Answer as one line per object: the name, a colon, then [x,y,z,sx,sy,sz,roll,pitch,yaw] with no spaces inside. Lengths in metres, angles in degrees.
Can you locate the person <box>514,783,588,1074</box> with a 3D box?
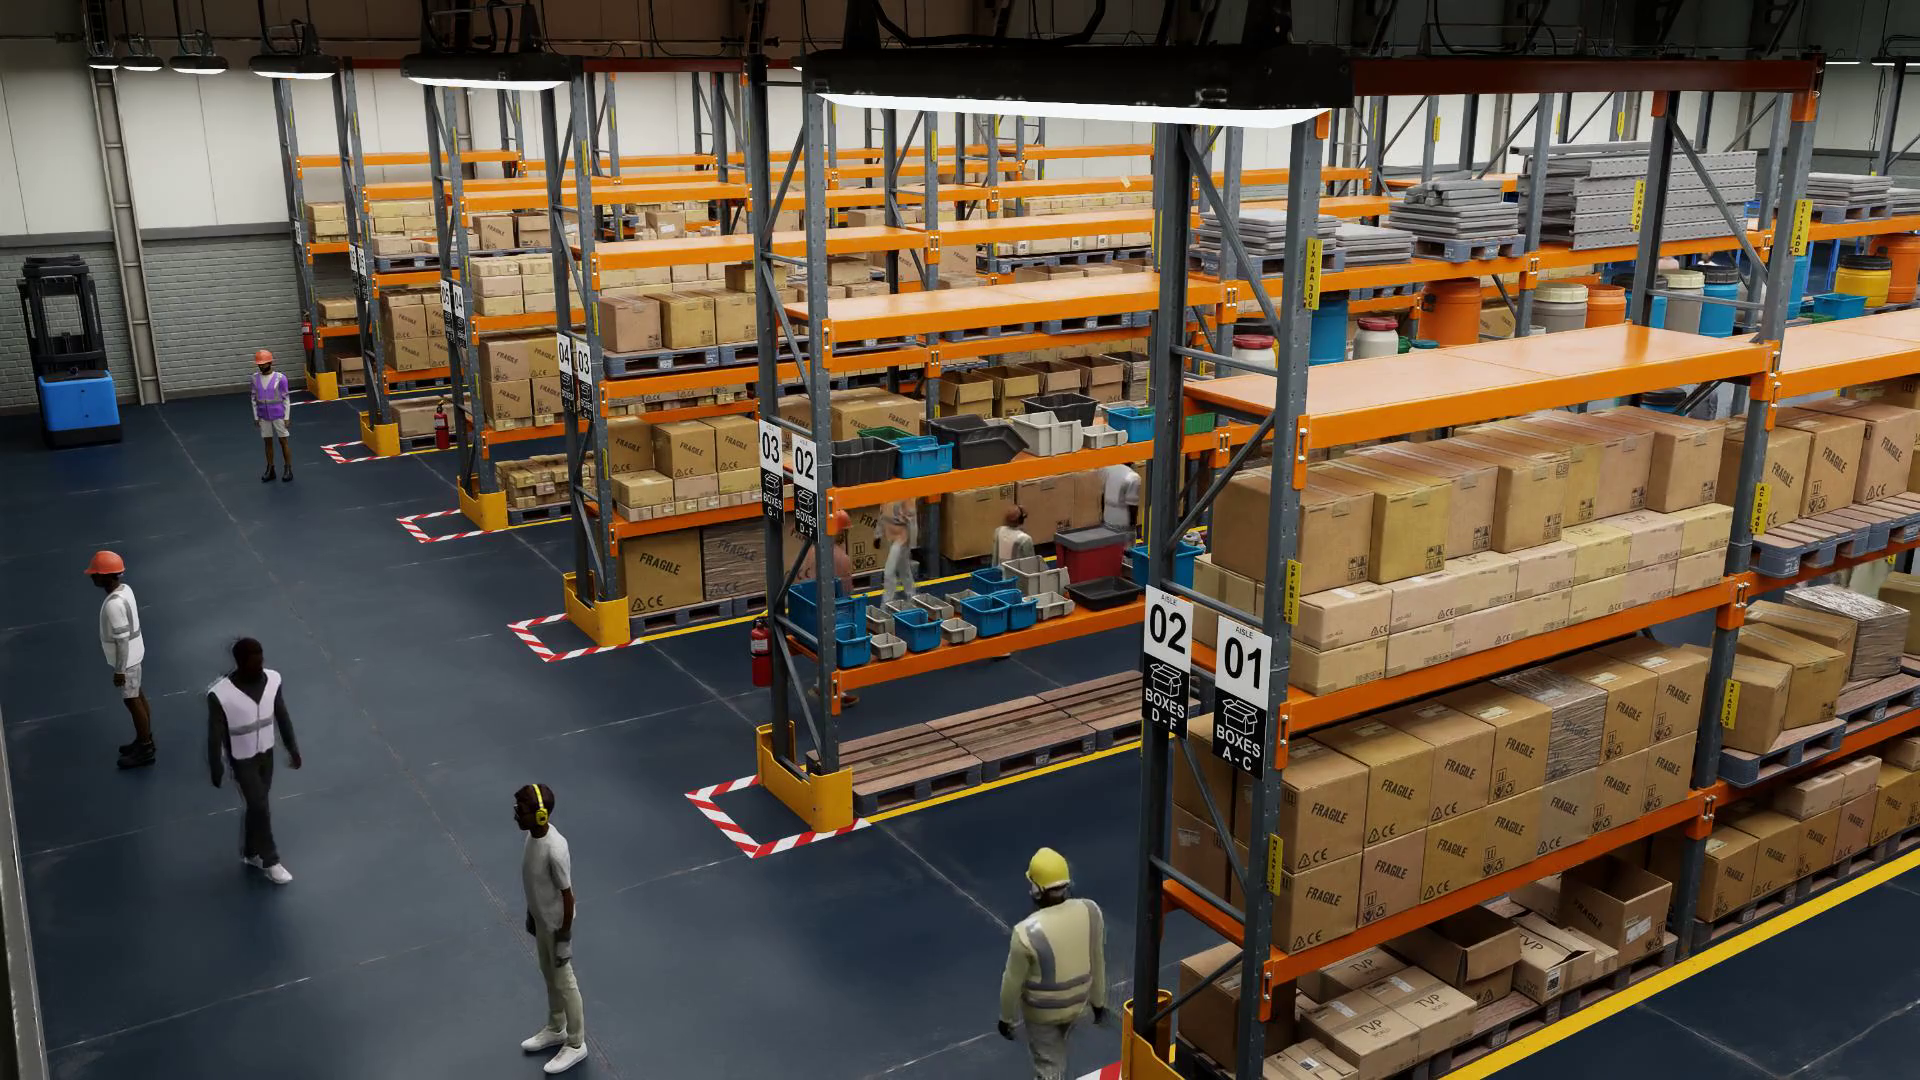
person: [-2.504,2.336,9.585,0.335,1.873,0.521,-12,21,-34]

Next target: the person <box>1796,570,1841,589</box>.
person: [10.052,-0.261,18.236,0.953,1.793,0.639,-14,22,-37]

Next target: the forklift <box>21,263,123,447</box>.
forklift: [-14.518,-3.079,25.708,1.129,2.768,1.873,-10,20,-31]

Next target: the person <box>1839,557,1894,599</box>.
person: [8.900,0.499,15.446,0.823,1.972,0.622,-12,21,-34]

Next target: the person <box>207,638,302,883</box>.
person: [-5.221,1.638,11.837,0.791,1.884,0.616,8,19,25]

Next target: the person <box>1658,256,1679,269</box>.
person: [16.118,-5.776,36.152,0.650,1.887,0.653,7,18,23]

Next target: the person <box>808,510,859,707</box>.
person: [-1.189,0.677,14.833,0.497,1.978,0.648,-10,20,-30]

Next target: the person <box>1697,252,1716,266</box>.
person: [16.811,-5.672,35.886,0.880,1.845,0.591,-5,18,-16]

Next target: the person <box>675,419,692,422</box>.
person: [-4.495,-2.698,26.128,0.661,1.851,0.528,-8,19,-25]

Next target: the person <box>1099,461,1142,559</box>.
person: [1.775,-0.227,17.859,0.558,1.942,0.641,-11,20,-33]

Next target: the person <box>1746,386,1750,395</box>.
person: [13.811,-3.101,27.319,0.534,1.926,0.636,-15,23,-40]

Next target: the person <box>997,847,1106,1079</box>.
person: [0.456,2.566,8.937,0.616,1.799,0.729,-11,20,-32]

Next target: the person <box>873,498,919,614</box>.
person: [-0.788,-0.018,17.247,0.828,1.893,0.622,-9,19,-27]

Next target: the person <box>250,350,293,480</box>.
person: [-10.090,-1.827,23.122,0.545,1.938,0.359,0,17,-1]

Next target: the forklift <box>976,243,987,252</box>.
forklift: [0.988,-5.474,34.718,1.214,2.155,2.313,-10,20,-31]

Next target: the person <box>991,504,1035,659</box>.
person: [0.602,0.408,16.365,0.847,1.593,0.537,-14,22,-38]

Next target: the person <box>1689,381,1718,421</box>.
person: [10.943,-1.731,23.319,0.271,1.632,0.503,-3,17,-11]

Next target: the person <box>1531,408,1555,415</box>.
person: [7.695,-1.148,20.946,0.831,1.915,0.548,-6,18,-18]

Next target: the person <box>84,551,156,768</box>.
person: [-7.314,1.022,13.773,0.351,1.942,0.547,-7,18,-21]
